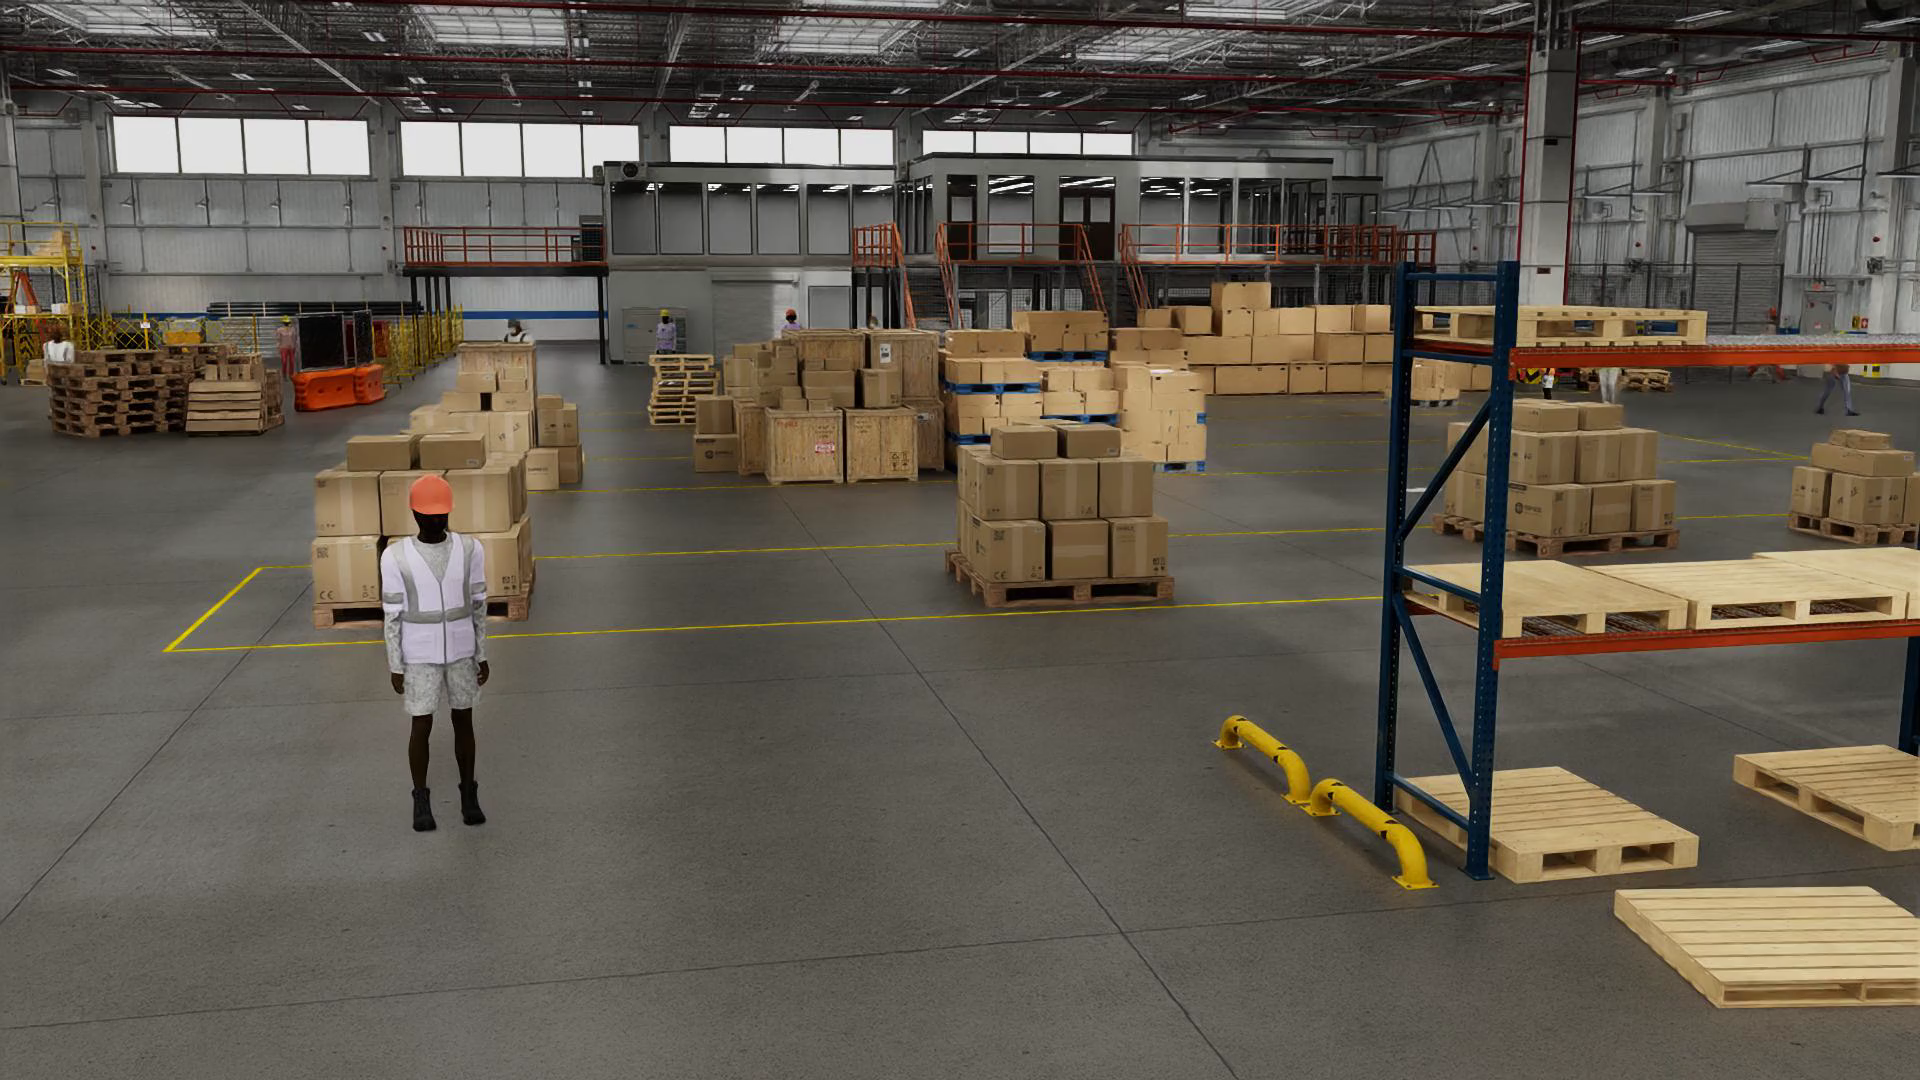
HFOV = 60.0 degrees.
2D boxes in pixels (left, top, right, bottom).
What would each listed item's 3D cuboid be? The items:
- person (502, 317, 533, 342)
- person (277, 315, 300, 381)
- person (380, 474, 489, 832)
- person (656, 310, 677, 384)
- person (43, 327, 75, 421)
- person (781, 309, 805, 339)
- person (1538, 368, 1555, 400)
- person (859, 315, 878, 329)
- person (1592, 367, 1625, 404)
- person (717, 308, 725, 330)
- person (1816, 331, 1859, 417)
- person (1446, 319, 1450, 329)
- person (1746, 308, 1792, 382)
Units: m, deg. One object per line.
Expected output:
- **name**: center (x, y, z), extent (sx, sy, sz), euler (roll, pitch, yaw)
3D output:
- **person**: center (-9.040, -3.592, 34.073), extent (0.677, 2.000, 0.945), euler (0, 9, 3)
- **person**: center (-17.658, -5.030, 43.769), extent (0.527, 1.740, 0.771), euler (-5, 11, -30)
- **person**: center (-2.777, 0.603, 8.866), extent (0.539, 1.929, 0.399), euler (-5, 11, -29)
- **person**: center (-7.505, -4.911, 42.452), extent (0.593, 1.928, 0.362), euler (4, 10, 23)
- **person**: center (-17.639, -3.243, 32.570), extent (0.606, 1.829, 0.969), euler (-2, 9, -9)
- **person**: center (-3.932, -4.393, 38.979), extent (0.605, 2.034, 0.387), euler (-6, 11, -33)
- **person**: center (11.828, -3.336, 33.556), extent (0.318, 1.697, 0.533), euler (2, 10, 12)
- **person**: center (-2.102, -4.225, 38.347), extent (0.692, 1.903, 0.479), euler (1, 9, 8)
- **person**: center (13.503, -3.589, 34.702), extent (0.661, 1.824, 0.595), euler (9, 13, 43)
- **person**: center (-9.038, -8.246, 62.955), extent (0.943, 1.863, 0.647), euler (4, 10, 21)
- **person**: center (17.826, -3.370, 33.713), extent (0.522, 1.720, 0.945), euler (-3, 10, -15)
- **person**: center (13.552, -5.459, 45.729), extent (0.405, 1.946, 0.610), euler (-4, 10, -24)
- **person**: center (21.304, -5.124, 43.762), extent (1.072, 1.943, 0.609), euler (2, 10, 15)
